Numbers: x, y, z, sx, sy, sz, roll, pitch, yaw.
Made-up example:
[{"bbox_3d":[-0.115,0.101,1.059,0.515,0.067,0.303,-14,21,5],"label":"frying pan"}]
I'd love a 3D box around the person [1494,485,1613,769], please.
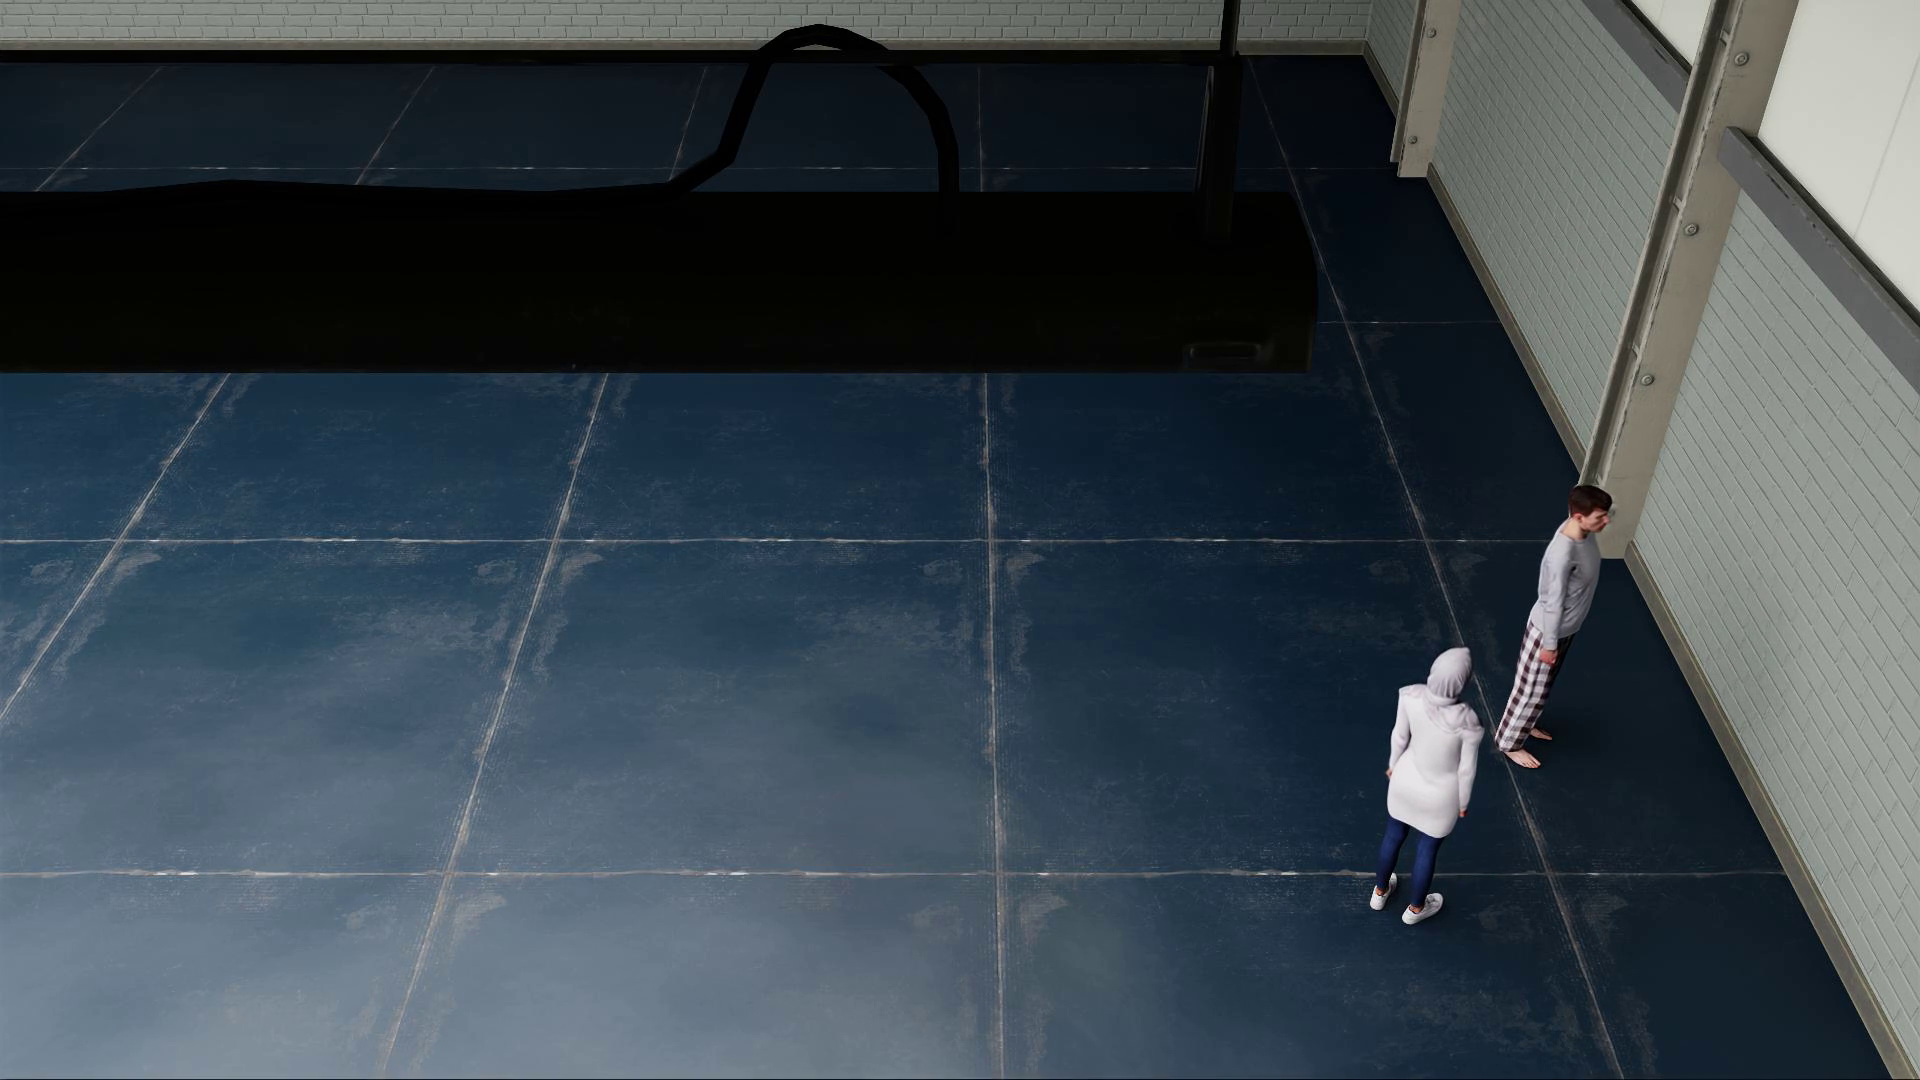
[{"bbox_3d":[3.322,0.461,9.313,0.764,1.847,0.656,22,42,26],"label":"person"}]

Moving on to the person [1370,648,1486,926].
[{"bbox_3d":[2.336,1.241,8.345,0.684,1.775,0.730,28,45,32],"label":"person"}]
